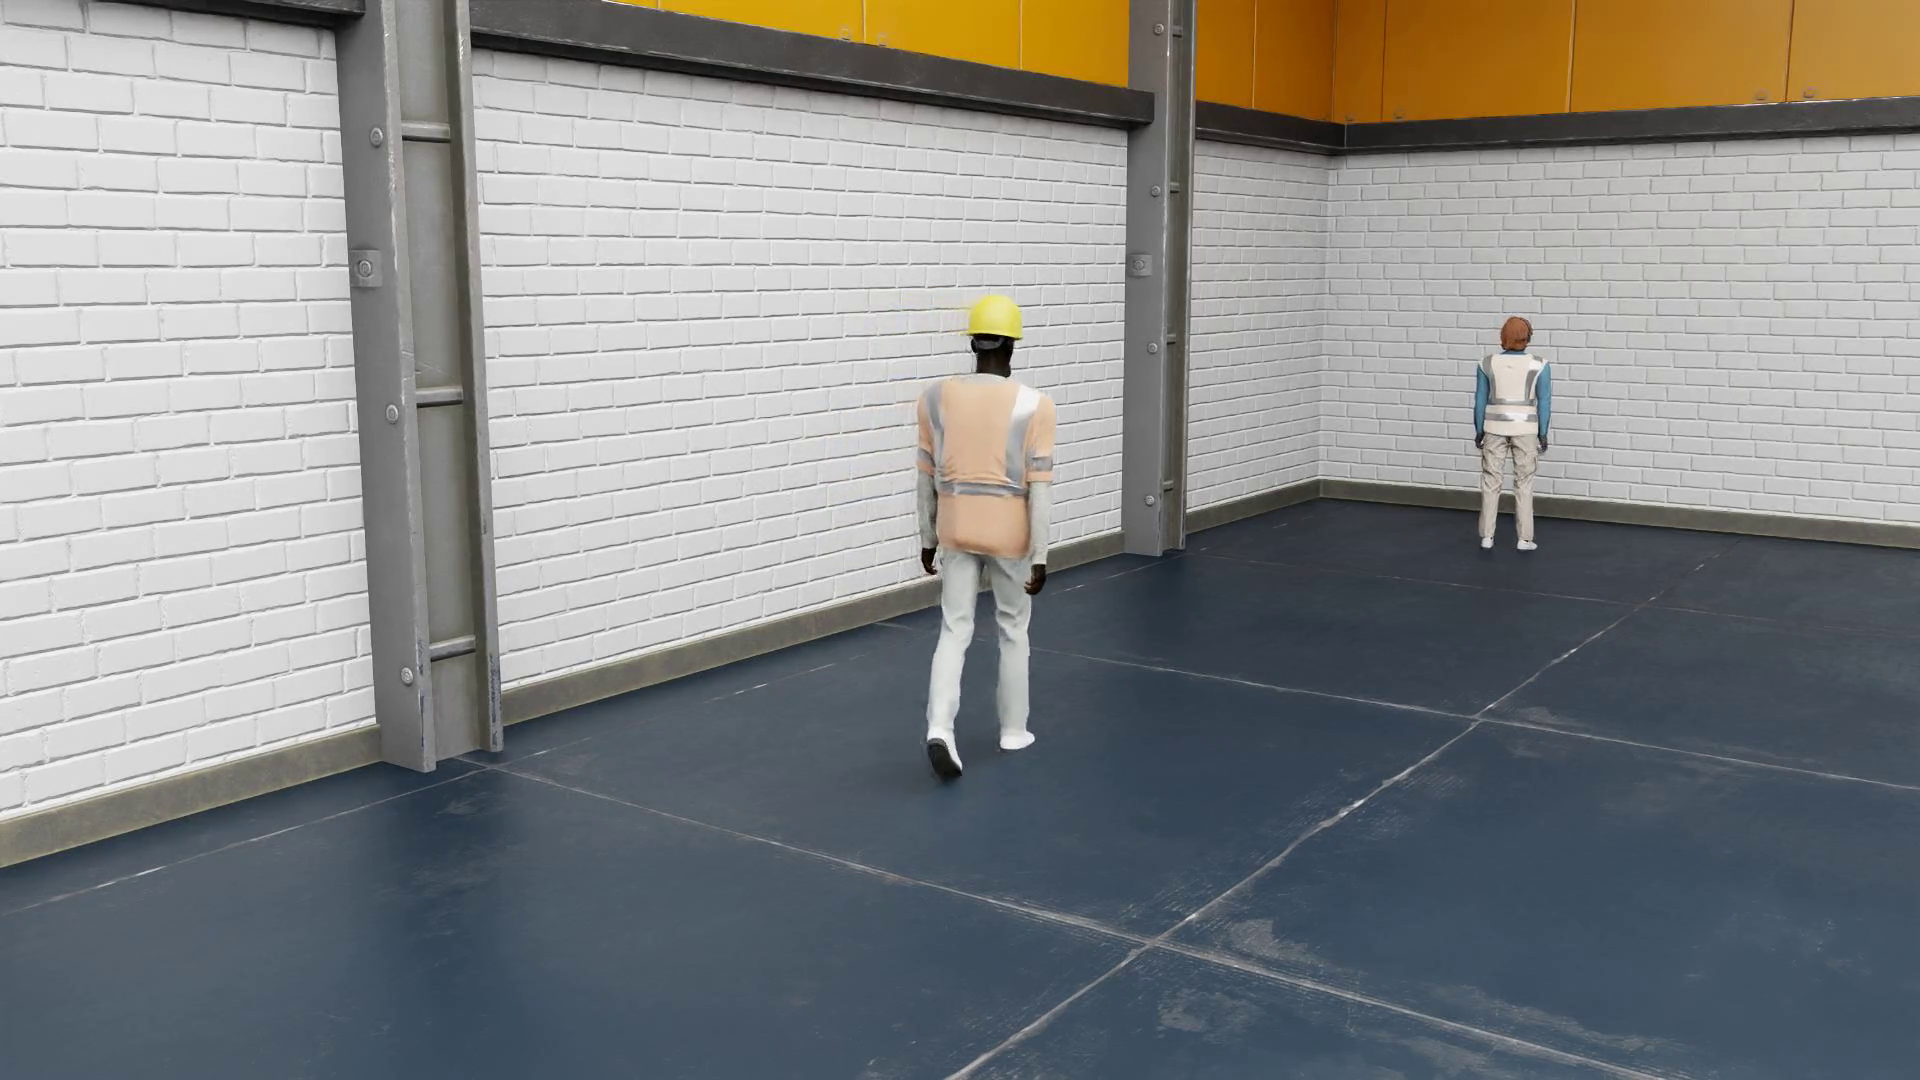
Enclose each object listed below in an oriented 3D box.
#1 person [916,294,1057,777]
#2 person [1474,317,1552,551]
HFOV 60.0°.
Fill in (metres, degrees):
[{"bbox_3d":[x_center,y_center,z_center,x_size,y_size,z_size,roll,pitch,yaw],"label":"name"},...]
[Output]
[{"bbox_3d":[0.078,-0.013,6.578,0.593,1.906,0.843,3,10,17],"label":"person"},{"bbox_3d":[3.848,-0.722,11.608,0.527,1.638,0.403,5,11,27],"label":"person"}]
